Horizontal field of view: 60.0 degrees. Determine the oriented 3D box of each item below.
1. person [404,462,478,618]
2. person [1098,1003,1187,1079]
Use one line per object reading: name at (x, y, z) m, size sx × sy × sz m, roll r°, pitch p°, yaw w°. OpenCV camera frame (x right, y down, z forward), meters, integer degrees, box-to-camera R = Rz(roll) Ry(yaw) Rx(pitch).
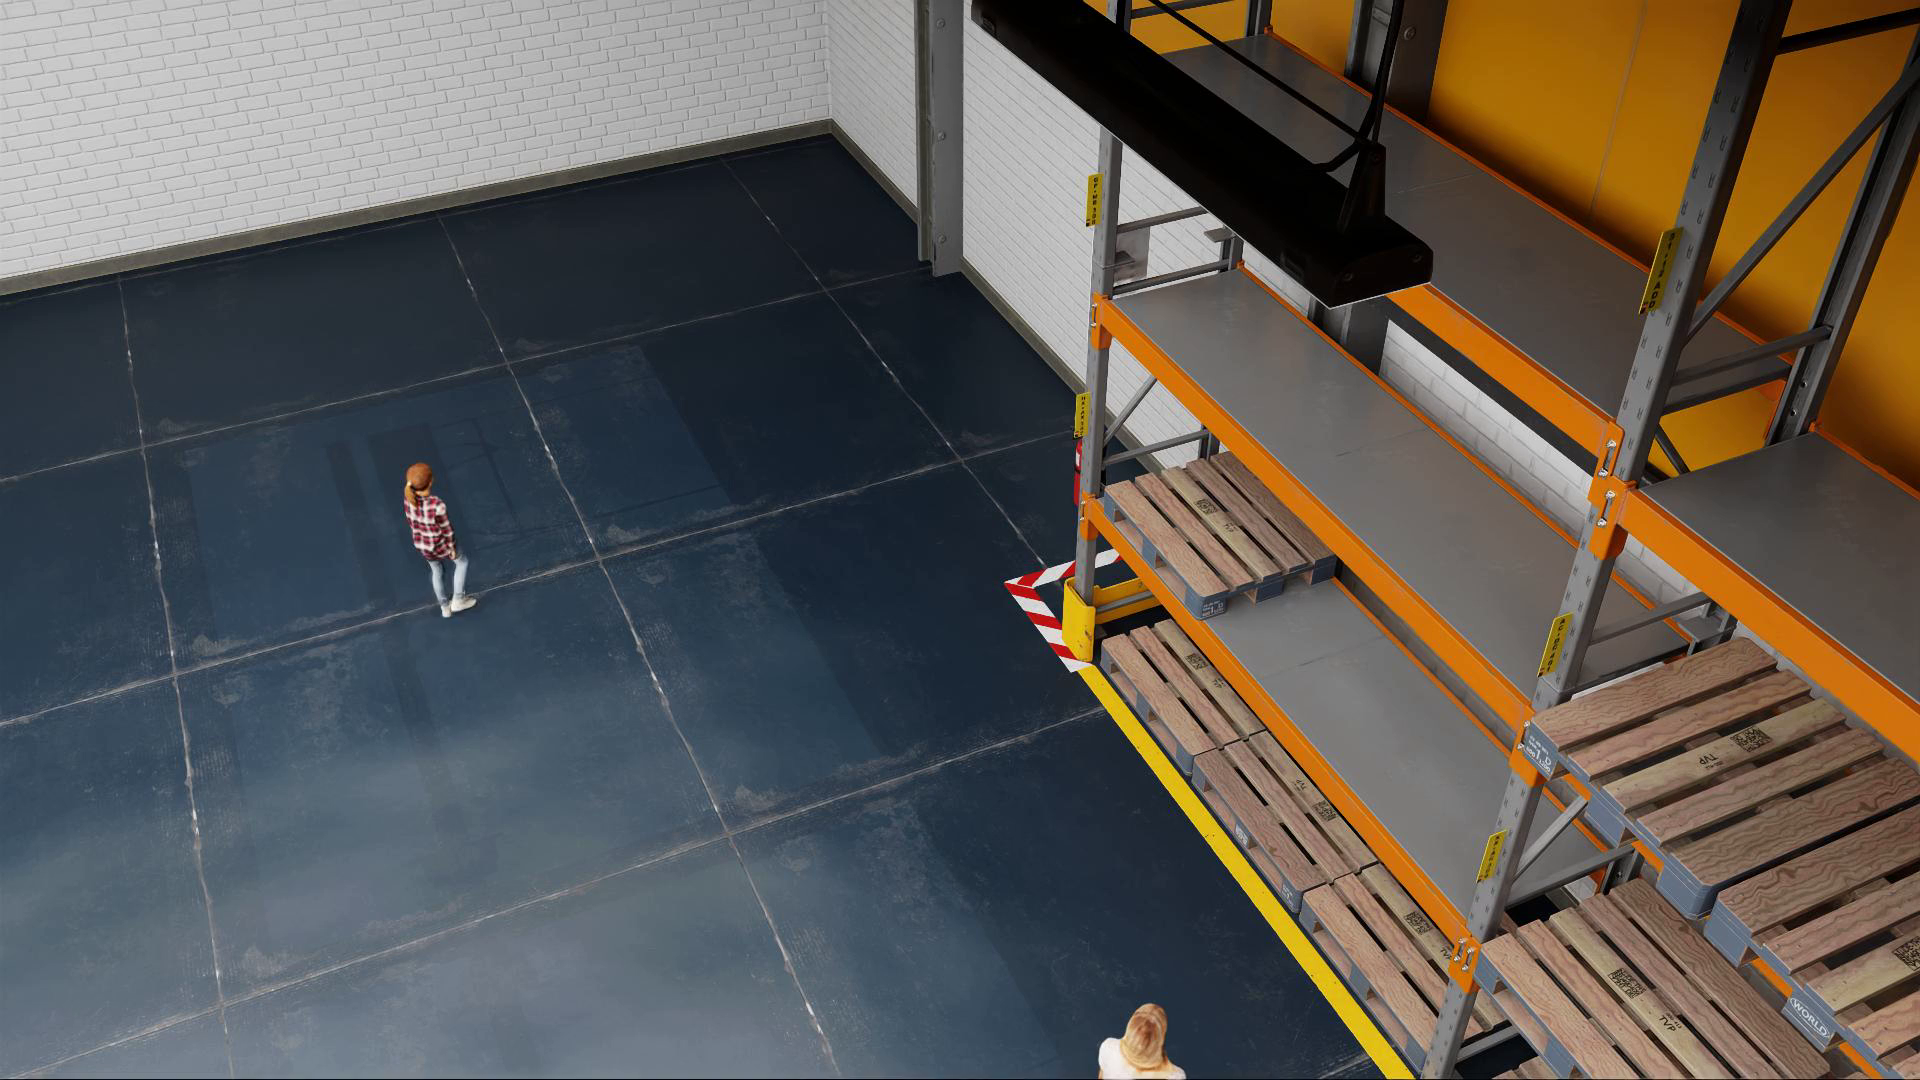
person at (-3.684, 0.038, 11.576) m, size 0.633 × 1.300 × 0.693 m, roll 13°, pitch 40°, yaw 16°
person at (0.799, 2.767, 7.750) m, size 0.638 × 1.809 × 0.717 m, roll 17°, pitch 42°, yaw 20°
